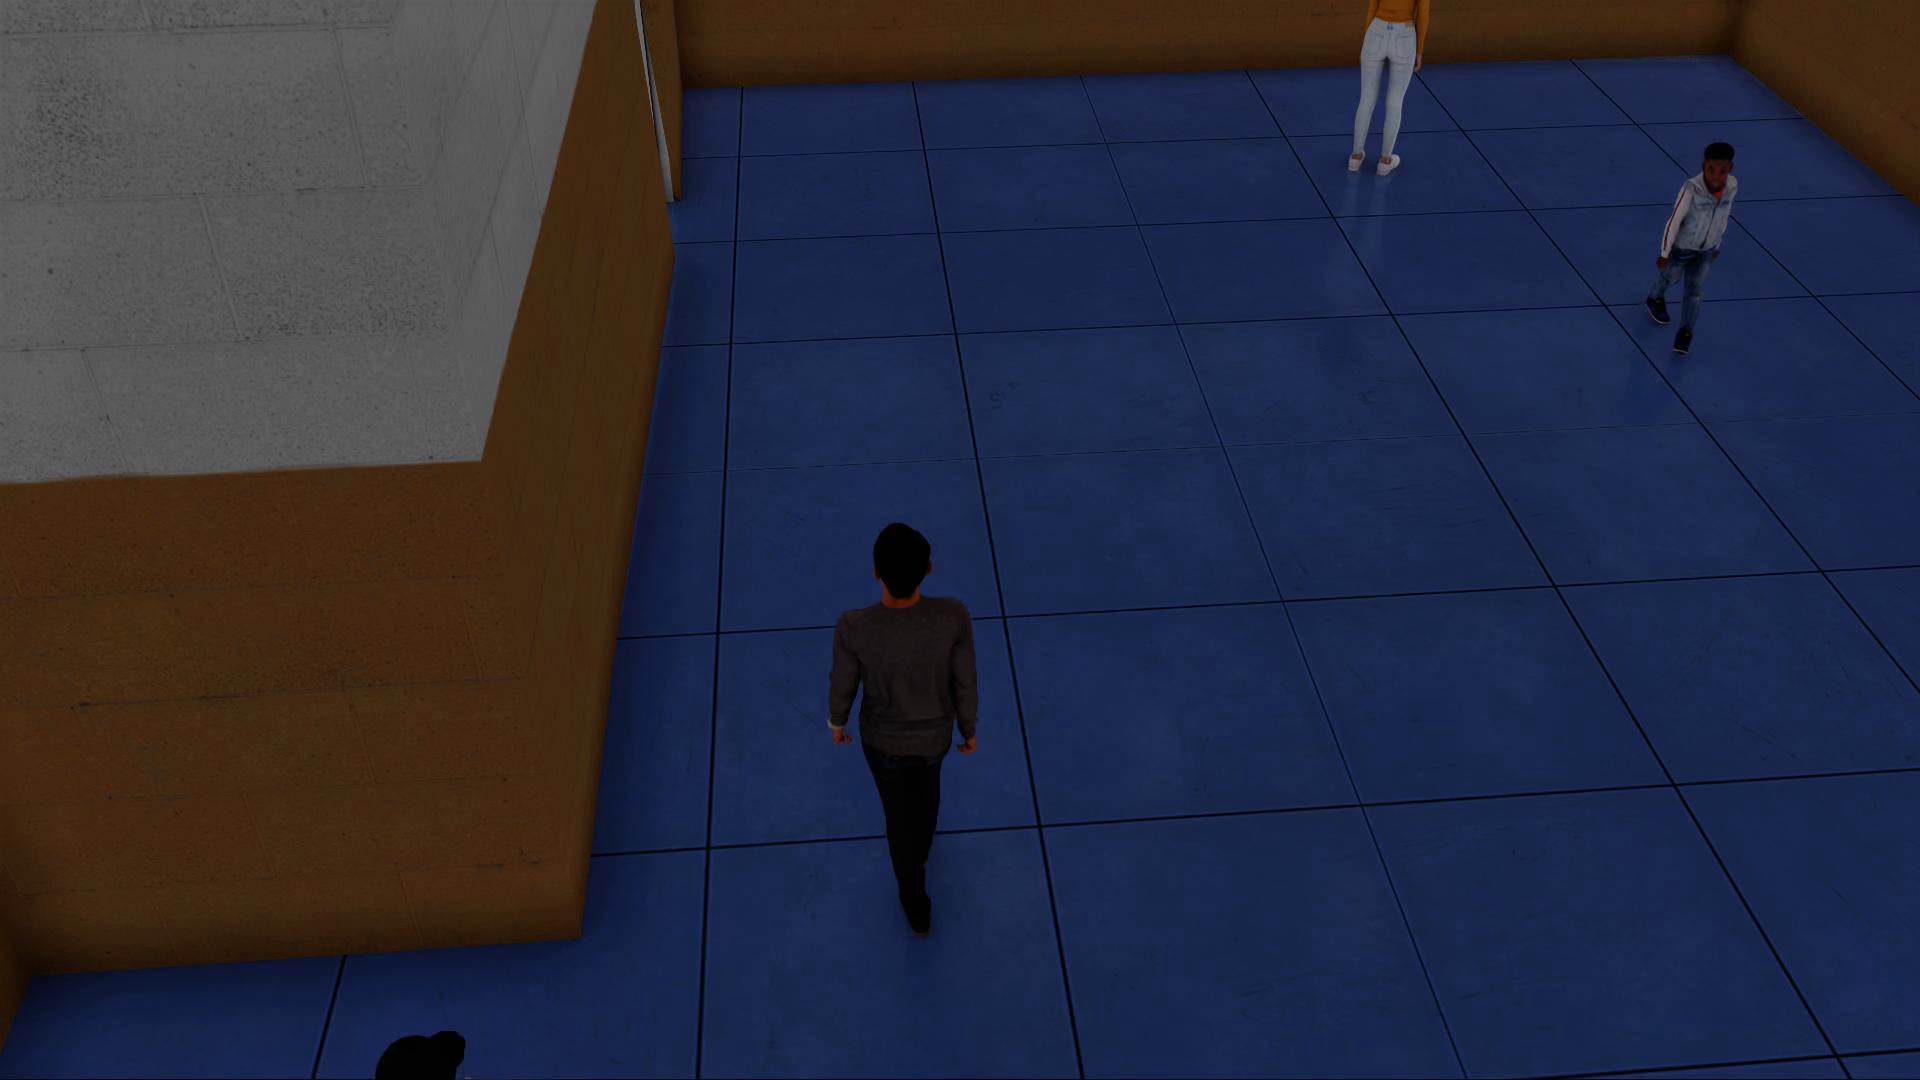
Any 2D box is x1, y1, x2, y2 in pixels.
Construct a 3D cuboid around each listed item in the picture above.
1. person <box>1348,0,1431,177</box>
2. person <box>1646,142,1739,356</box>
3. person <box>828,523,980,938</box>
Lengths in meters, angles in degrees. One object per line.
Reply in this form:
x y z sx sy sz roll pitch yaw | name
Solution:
2.913 -3.333 11.260 0.606 1.749 0.710 13 39 17 | person
4.206 -1.734 9.569 0.862 1.222 0.683 0 37 0 | person
-0.172 0.740 5.829 0.794 1.755 0.797 -27 44 -31 | person
